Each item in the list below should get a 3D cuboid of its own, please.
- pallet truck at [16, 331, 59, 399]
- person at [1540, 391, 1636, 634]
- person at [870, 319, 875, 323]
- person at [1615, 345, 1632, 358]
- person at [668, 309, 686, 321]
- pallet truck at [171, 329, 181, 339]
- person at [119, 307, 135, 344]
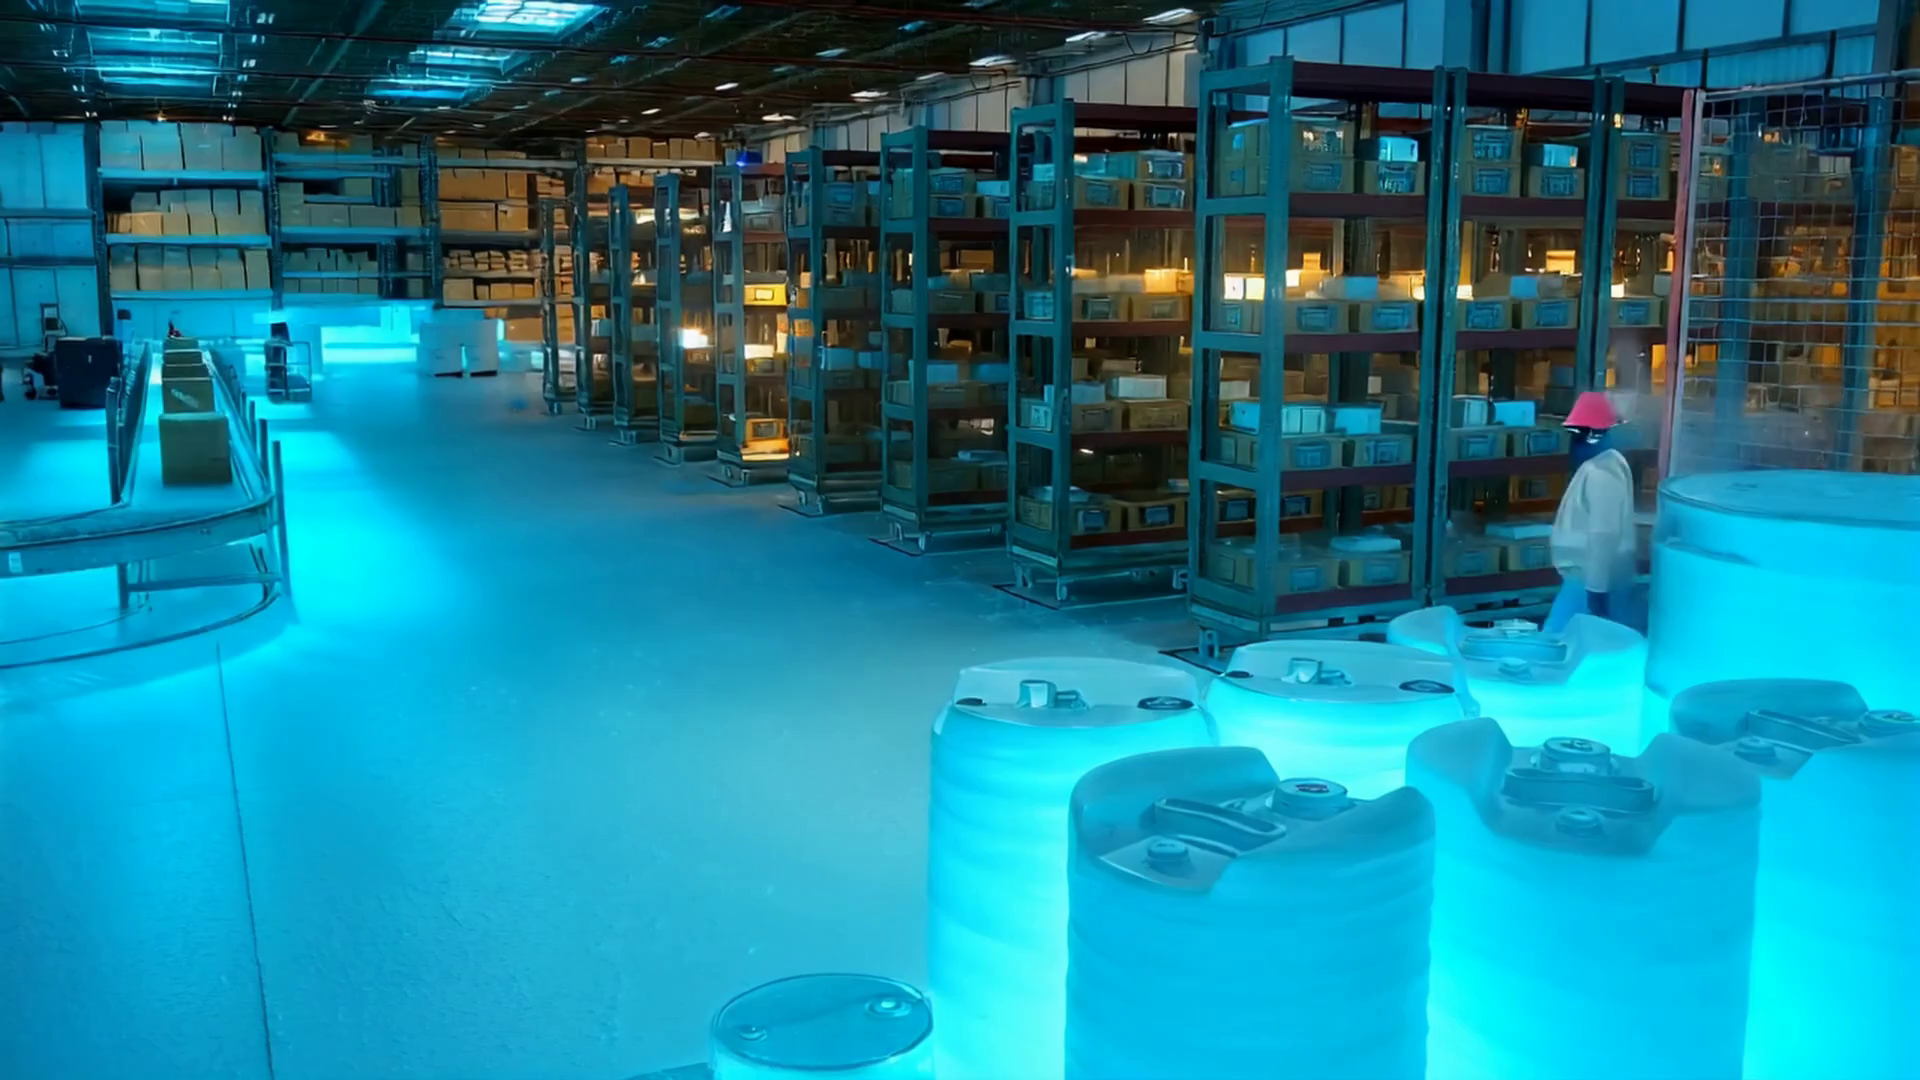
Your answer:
[{"bbox_3d":[-17.082,-3.353,31.781,1.630,1.274,0.653,-4,10,-25],"label":"pallet truck"},{"bbox_3d":[3.059,0.155,8.426,0.731,1.810,0.620,4,10,25],"label":"person"},{"bbox_3d":[-2.421,-6.607,50.364,0.628,1.840,1.174,-2,9,-12],"label":"person"},{"bbox_3d":[6.110,-1.023,15.854,0.947,1.786,0.634,4,10,24],"label":"person"},{"bbox_3d":[-5.241,-3.474,30.821,0.983,1.866,0.650,-9,13,-43],"label":"person"},{"bbox_3d":[-17.275,-3.851,35.096,1.601,1.201,0.680,0,9,1],"label":"pallet truck"},{"bbox_3d":[-18.417,-4.328,36.794,0.502,1.632,0.279,8,12,42],"label":"person"}]
